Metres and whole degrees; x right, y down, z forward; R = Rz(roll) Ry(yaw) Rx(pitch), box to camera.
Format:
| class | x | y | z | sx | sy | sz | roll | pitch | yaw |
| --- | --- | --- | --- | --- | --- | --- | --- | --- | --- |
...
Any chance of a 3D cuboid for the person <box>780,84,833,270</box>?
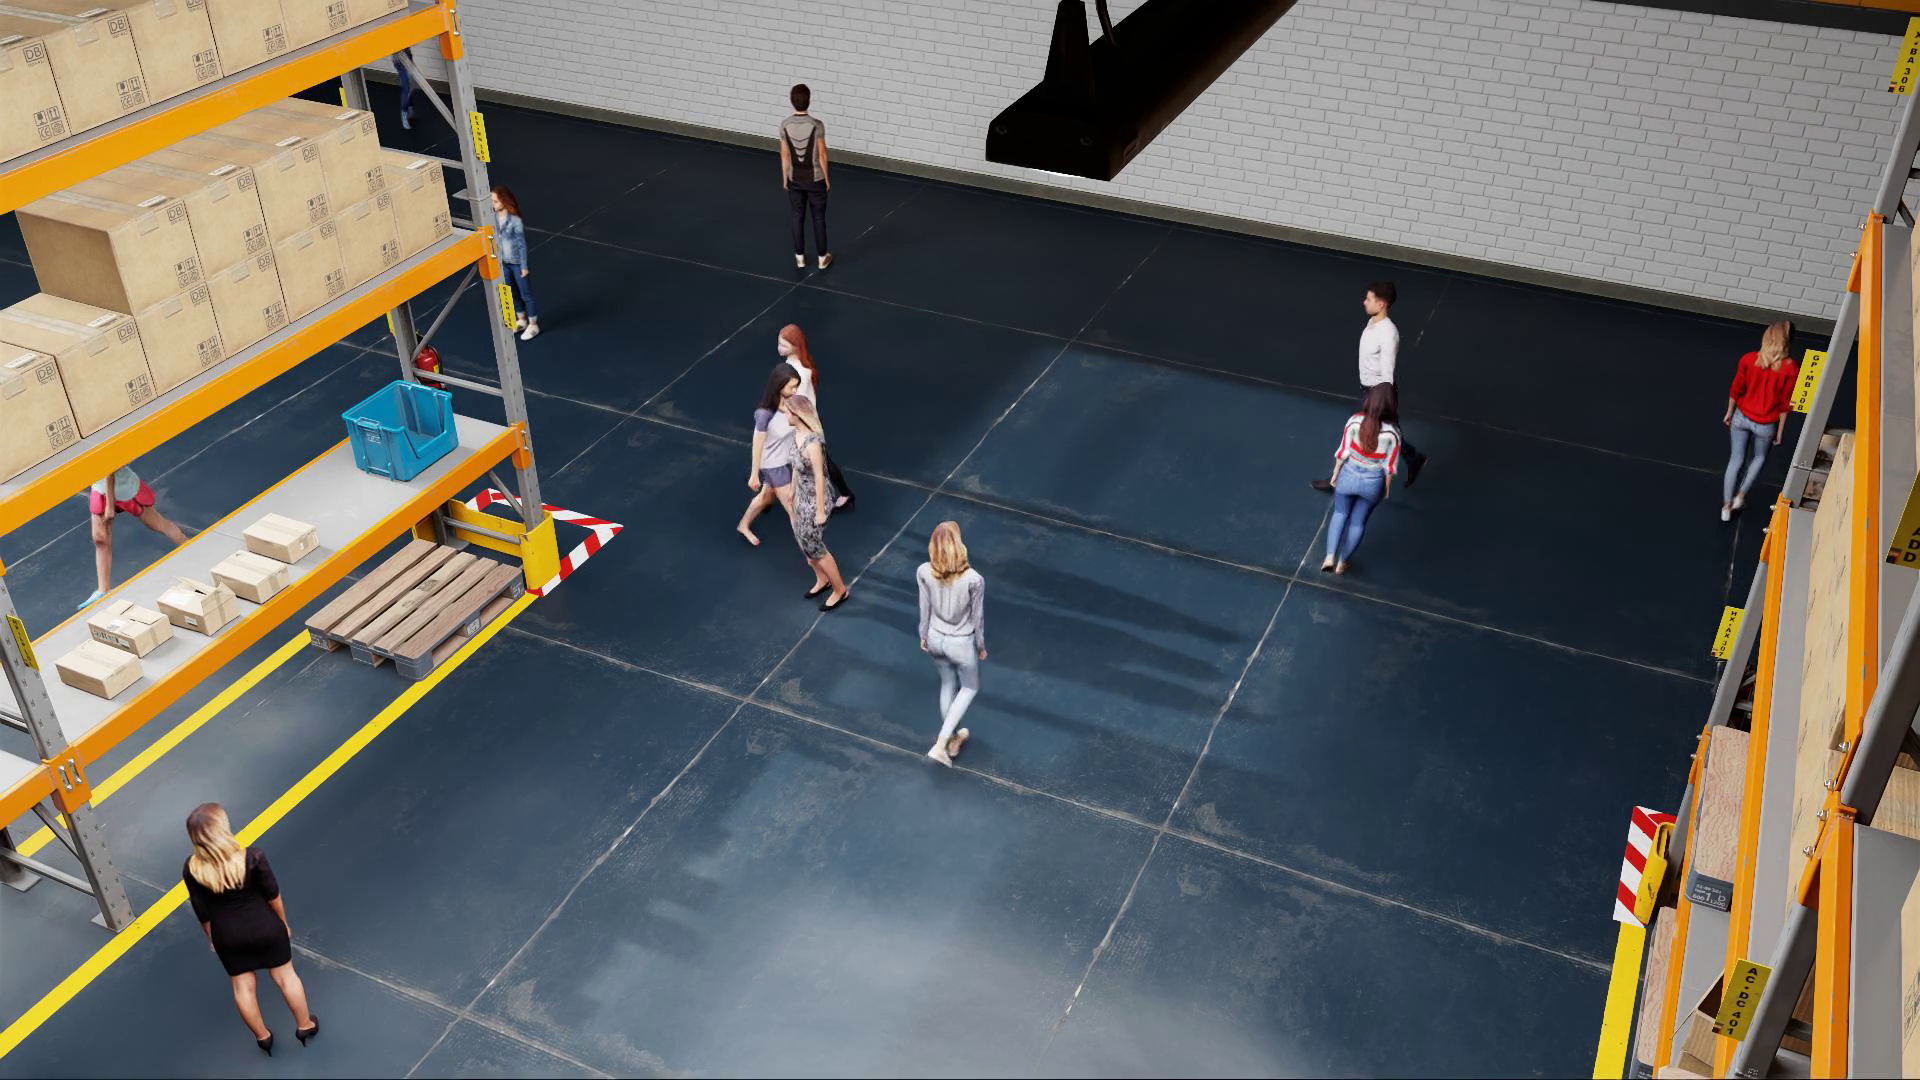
| class | x | y | z | sx | sy | sz | roll | pitch | yaw |
| --- | --- | --- | --- | --- | --- | --- | --- | --- | --- |
| person | -1.554 | -3.670 | 16.839 | 0.707 | 1.895 | 0.670 | 4 | 34 | 6 |

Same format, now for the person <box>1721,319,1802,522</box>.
| class | x | y | z | sx | sy | sz | roll | pitch | yaw |
| --- | --- | --- | --- | --- | --- | --- | --- | --- | --- |
| person | 6.108 | -0.879 | 12.820 | 0.676 | 1.696 | 0.635 | 21 | 39 | 29 |

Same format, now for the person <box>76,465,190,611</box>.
| class | x | y | z | sx | sy | sz | roll | pitch | yaw |
| --- | --- | --- | --- | --- | --- | --- | --- | --- | --- |
| person | -6.006 | -0.355 | 12.014 | 0.735 | 1.716 | 1.240 | 24 | 41 | 32 |

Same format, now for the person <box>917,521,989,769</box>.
| class | x | y | z | sx | sy | sz | roll | pitch | yaw |
| --- | --- | --- | --- | --- | --- | --- | --- | --- | --- |
| person | -0.073 | 0.708 | 10.357 | 0.593 | 1.780 | 0.825 | 14 | 36 | 20 |

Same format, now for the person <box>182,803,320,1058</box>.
| class | x | y | z | sx | sy | sz | roll | pitch | yaw |
| --- | --- | --- | --- | --- | --- | --- | --- | --- | --- |
| person | -3.640 | 2.008 | 8.495 | 0.609 | 1.676 | 0.652 | -9 | 35 | -13 |

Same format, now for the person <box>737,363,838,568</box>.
| class | x | y | z | sx | sy | sz | roll | pitch | yaw |
| --- | --- | --- | --- | --- | --- | --- | --- | --- | --- |
| person | -1.428 | -0.578 | 12.416 | 0.723 | 1.643 | 1.077 | 17 | 37 | 24 |

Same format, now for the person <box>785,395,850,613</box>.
| class | x | y | z | sx | sy | sz | roll | pitch | yaw |
| --- | --- | --- | --- | --- | --- | --- | --- | --- | --- |
| person | -1.003 | -0.292 | 11.958 | 0.746 | 1.672 | 0.693 | -20 | 39 | -27 |

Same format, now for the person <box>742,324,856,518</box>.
| class | x | y | z | sx | sy | sz | roll | pitch | yaw |
| --- | --- | --- | --- | --- | --- | --- | --- | --- | --- |
| person | -1.126 | -0.859 | 12.784 | 1.175 | 1.703 | 1.073 | -11 | 35 | -16 |

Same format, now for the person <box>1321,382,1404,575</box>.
| class | x | y | z | sx | sy | sz | roll | pitch | yaw |
| --- | --- | --- | --- | --- | --- | --- | --- | --- | --- |
| person | 2.918 | -0.380 | 12.161 | 0.628 | 1.593 | 0.709 | 13 | 36 | 19 |

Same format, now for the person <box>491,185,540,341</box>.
| class | x | y | z | sx | sy | sz | roll | pitch | yaw |
| --- | --- | --- | --- | --- | --- | --- | --- | --- | --- |
| person | -4.190 | -2.627 | 15.648 | 0.590 | 1.476 | 0.543 | 19 | 38 | 26 |

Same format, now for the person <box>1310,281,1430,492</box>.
| class | x | y | z | sx | sy | sz | roll | pitch | yaw |
| --- | --- | --- | --- | --- | --- | --- | --- | --- | --- |
| person | 3.377 | -1.156 | 13.118 | 0.982 | 1.828 | 1.193 | 3 | 34 | 4 |

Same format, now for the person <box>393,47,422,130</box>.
| class | x | y | z | sx | sy | sz | roll | pitch | yaw |
| --- | --- | --- | --- | --- | --- | --- | --- | --- | --- |
| person | -6.854 | -5.906 | 20.457 | 0.802 | 1.615 | 0.713 | -16 | 37 | -23 |
